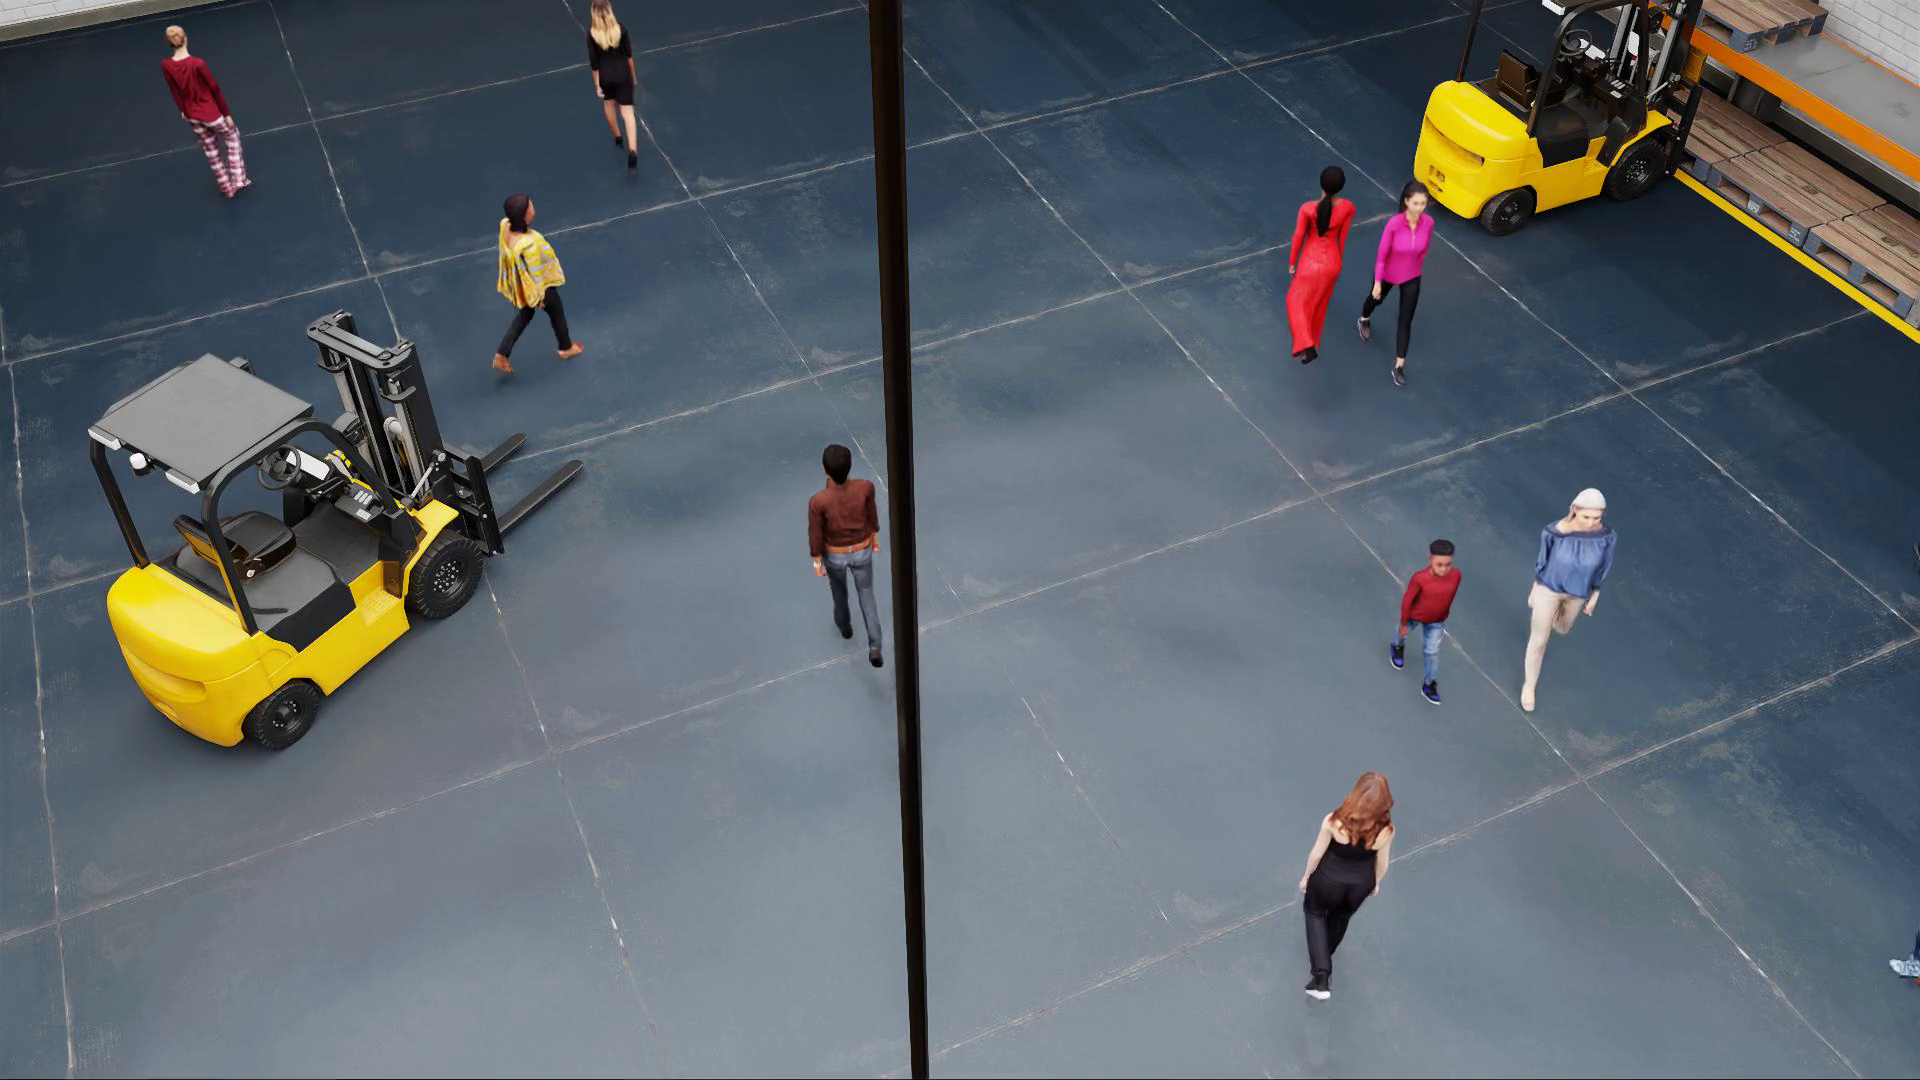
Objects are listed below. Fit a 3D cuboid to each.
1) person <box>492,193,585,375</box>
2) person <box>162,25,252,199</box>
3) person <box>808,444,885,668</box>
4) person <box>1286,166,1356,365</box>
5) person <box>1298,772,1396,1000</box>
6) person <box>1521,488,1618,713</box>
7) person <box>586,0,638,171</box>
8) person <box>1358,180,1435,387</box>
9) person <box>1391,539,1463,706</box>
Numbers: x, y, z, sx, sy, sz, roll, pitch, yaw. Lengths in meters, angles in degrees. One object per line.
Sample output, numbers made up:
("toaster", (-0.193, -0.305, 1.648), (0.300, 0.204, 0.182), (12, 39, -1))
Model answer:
("person", (-3.480, -1.994, 13.217), (0.967, 1.626, 1.061), (-34, 53, -30))
("person", (-6.889, -3.856, 15.120), (0.750, 1.698, 0.741), (1, 44, 1))
("person", (-0.700, 0.131, 10.888), (0.722, 1.763, 1.022), (-13, 45, -14))
("person", (2.863, -2.125, 13.257), (0.757, 1.771, 0.913), (-7, 44, -7))
("person", (2.080, 1.916, 9.036), (0.829, 1.732, 0.947), (4, 44, 4))
("person", (3.889, 0.290, 10.789), (0.942, 1.679, 1.106), (3, 44, 3))
("person", (-3.210, -4.246, 15.568), (0.675, 1.645, 1.095), (-11, 45, -11))
("person", (3.484, -2.166, 13.387), (0.863, 1.651, 1.226), (-4, 44, -4))
("person", (3.042, 0.431, 10.959), (0.711, 1.230, 0.922), (-3, 44, -3))
